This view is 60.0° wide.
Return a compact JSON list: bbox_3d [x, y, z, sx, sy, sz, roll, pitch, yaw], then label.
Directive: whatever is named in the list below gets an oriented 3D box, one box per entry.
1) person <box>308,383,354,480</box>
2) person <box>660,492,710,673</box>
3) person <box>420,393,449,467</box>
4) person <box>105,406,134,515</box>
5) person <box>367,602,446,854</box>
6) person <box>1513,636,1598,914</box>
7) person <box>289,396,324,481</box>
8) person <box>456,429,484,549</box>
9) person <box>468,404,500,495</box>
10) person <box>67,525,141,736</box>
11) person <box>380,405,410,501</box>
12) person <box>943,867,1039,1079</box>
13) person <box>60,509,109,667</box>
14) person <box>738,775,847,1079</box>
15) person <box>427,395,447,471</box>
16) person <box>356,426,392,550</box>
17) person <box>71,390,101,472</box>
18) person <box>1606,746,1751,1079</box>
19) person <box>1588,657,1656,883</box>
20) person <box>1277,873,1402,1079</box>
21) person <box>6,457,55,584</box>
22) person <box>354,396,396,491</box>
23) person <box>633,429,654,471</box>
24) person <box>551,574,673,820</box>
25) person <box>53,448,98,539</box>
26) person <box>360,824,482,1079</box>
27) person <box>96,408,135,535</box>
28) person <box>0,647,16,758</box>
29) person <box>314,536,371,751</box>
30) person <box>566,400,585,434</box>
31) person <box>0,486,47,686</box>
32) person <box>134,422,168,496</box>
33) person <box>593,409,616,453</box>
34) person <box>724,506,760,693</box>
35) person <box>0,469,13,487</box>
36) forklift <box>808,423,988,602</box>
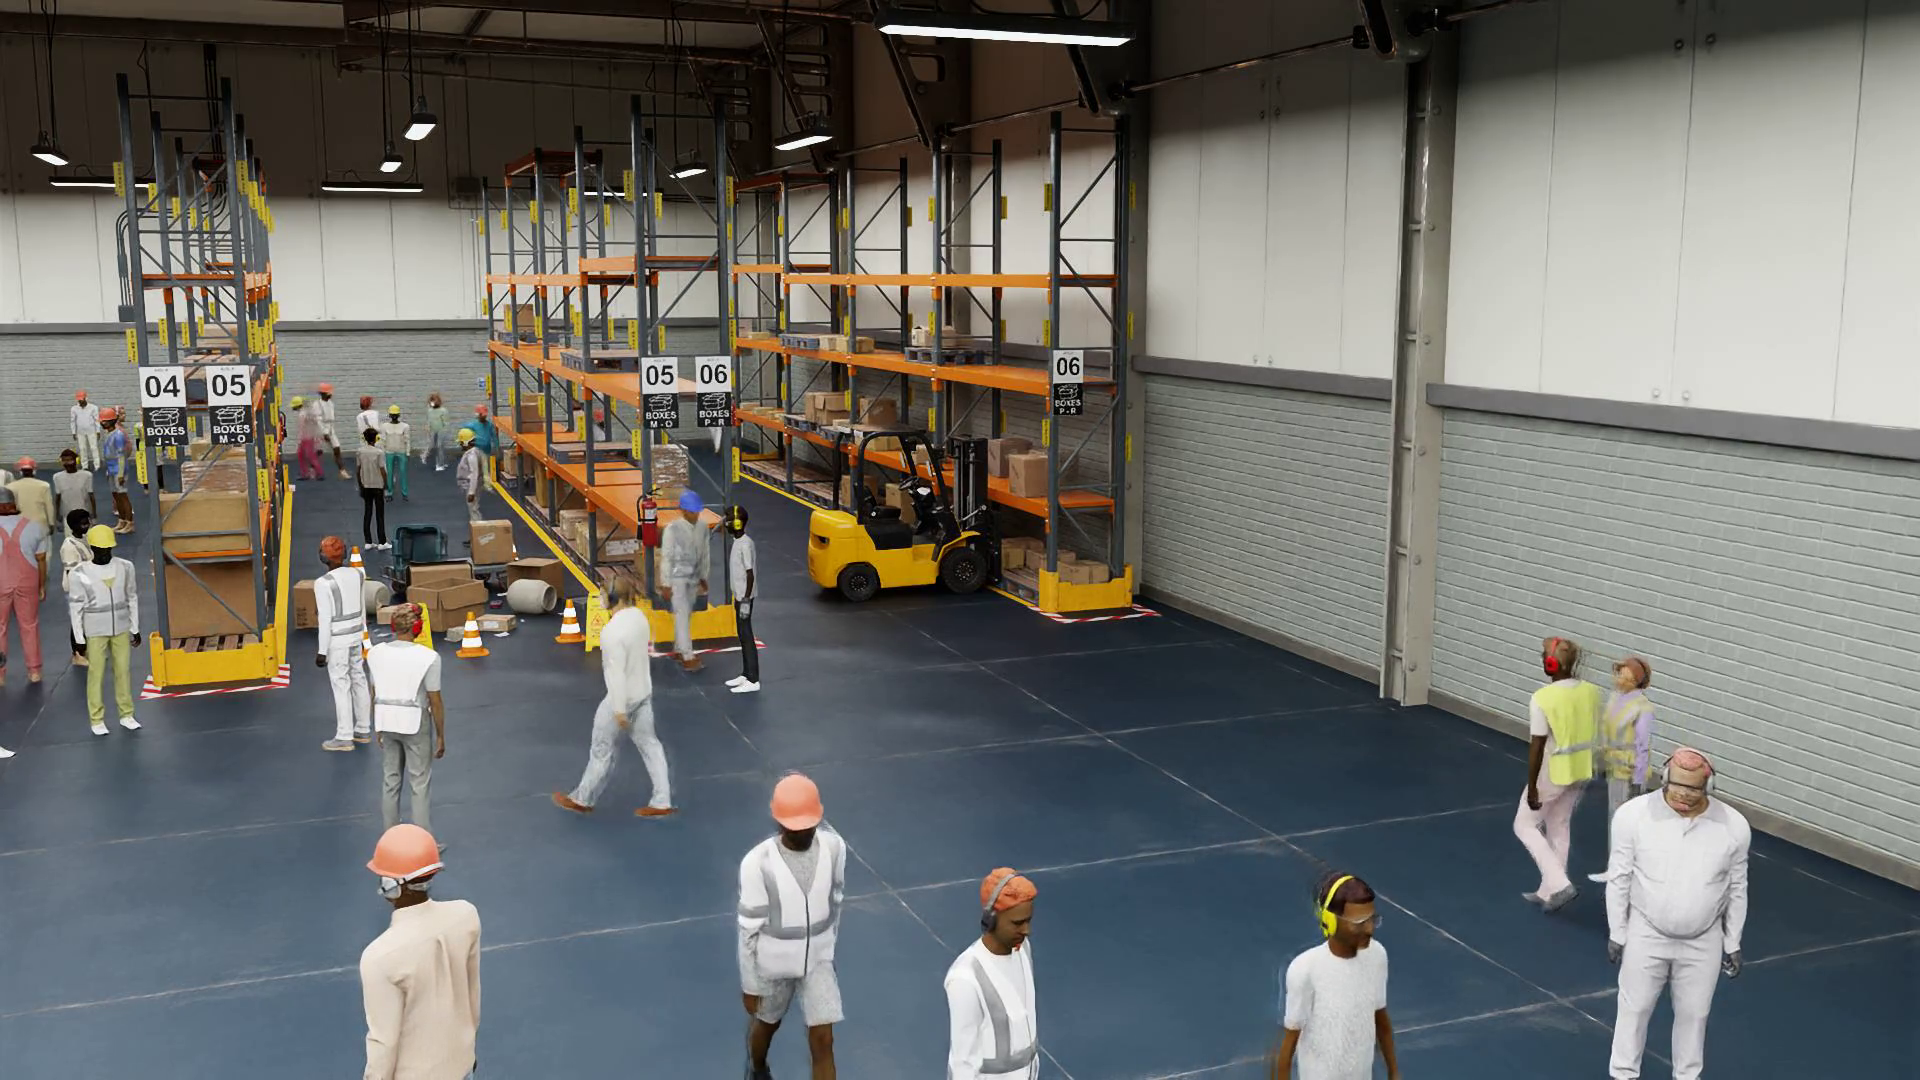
[{"bbox_3d":[-12.790,-2.179,33.549,1.022,1.995,0.620,4,10,21],"label":"person"},{"bbox_3d":[-2.863,0.427,17.453,0.704,1.900,0.612,6,11,33],"label":"person"},{"bbox_3d":[-11.325,-2.357,35.786,0.503,1.617,0.527,0,9,-1],"label":"person"},{"bbox_3d":[-14.539,-1.378,28.791,0.400,1.900,0.636,-6,11,-33],"label":"person"},{"bbox_3d":[-3.907,1.359,11.756,0.560,1.836,0.399,2,9,13],"label":"person"},{"bbox_3d":[3.842,1.524,10.708,0.570,1.826,0.445,-5,10,-28],"label":"person"},{"bbox_3d":[-13.145,-2.022,33.351,0.706,1.723,0.542,-4,10,-23],"label":"person"},{"bbox_3d":[-7.422,-0.776,25.207,0.404,1.825,0.587,-3,9,-16],"label":"person"},{"bbox_3d":[-9.111,-1.738,31.628,0.861,1.717,0.578,6,11,34],"label":"person"},{"bbox_3d":[-7.683,0.805,14.985,0.412,1.918,0.582,7,11,38],"label":"person"},{"bbox_3d":[-10.349,-1.590,30.511,0.525,1.772,0.303,-3,9,-17],"label":"person"},{"bbox_3d":[0.136,2.177,6.433,0.358,1.886,0.572,4,10,24],"label":"person"},{"bbox_3d":[-9.301,0.503,17.601,0.320,1.686,0.539,-1,9,-6],"label":"person"},{"bbox_3d":[-0.795,1.967,7.839,0.553,1.866,1.071,-5,10,-27],"label":"person"},{"bbox_3d":[-11.091,-2.279,35.328,0.503,1.620,0.364,3,10,19],"label":"person"},{"bbox_3d":[-8.838,-0.781,25.096,0.532,1.873,0.321,3,9,16],"label":"person"},{"bbox_3d":[-18.383,-2.284,34.967,0.575,1.739,0.348,-2,9,-10],"label":"person"},{"bbox_3d":[3.449,1.919,8.019,0.642,1.901,0.401,2,9,13],"label":"person"},{"bbox_3d":[4.446,1.572,11.079,0.326,1.621,0.573,0,9,0],"label":"person"},{"bbox_3d":[1.538,2.194,6.527,0.553,1.817,0.958,-6,11,-35],"label":"person"},{"bbox_3d":[-12.318,-0.238,22.090,0.581,1.732,0.397,-2,9,-13],"label":"person"},{"bbox_3d":[-11.246,-1.843,31.869,0.902,1.853,0.577,5,10,30],"label":"person"},{"bbox_3d":[-5.263,-1.245,28.043,0.538,1.860,0.506,-3,9,-17],"label":"person"},{"bbox_3d":[-2.635,1.191,12.606,1.002,1.889,0.640,3,9,16],"label":"person"},{"bbox_3d":[-11.754,-0.299,22.122,0.510,1.860,0.333,-3,9,-16],"label":"person"},{"bbox_3d":[-2.140,2.094,6.604,0.378,1.996,0.611,4,10,24],"label":"person"},{"bbox_3d":[-13.525,-1.096,26.590,0.604,2.034,0.418,9,12,43],"label":"person"},{"bbox_3d":[-8.311,0.959,14.027,0.407,1.910,0.639,1,9,9],"label":"person"},{"bbox_3d":[-5.393,0.897,14.497,0.362,1.883,0.575,3,10,20],"label":"person"},{"bbox_3d":[-7.872,-2.100,34.131,0.284,1.636,0.500,6,11,35],"label":"person"},{"bbox_3d":[-9.625,0.447,16.832,0.686,2.000,0.535,-8,12,-40],"label":"person"},{"bbox_3d":[-15.194,-1.670,31.236,0.538,1.695,0.319,-2,9,-12],"label":"person"},{"bbox_3d":[-6.611,-1.579,30.722,0.575,1.697,0.836,-7,12,-38],"label":"person"},{"bbox_3d":[-2.170,0.584,16.526,0.312,1.864,0.532,-2,9,-15],"label":"person"},{"bbox_3d":[-12.812,-0.316,22.056,0.681,1.904,0.596,6,11,34],"label":"person"},{"bbox_3d":[-0.830,-0.399,21.676,2.313,2.155,1.214,-4,10,-21],"label":"forklift"}]
